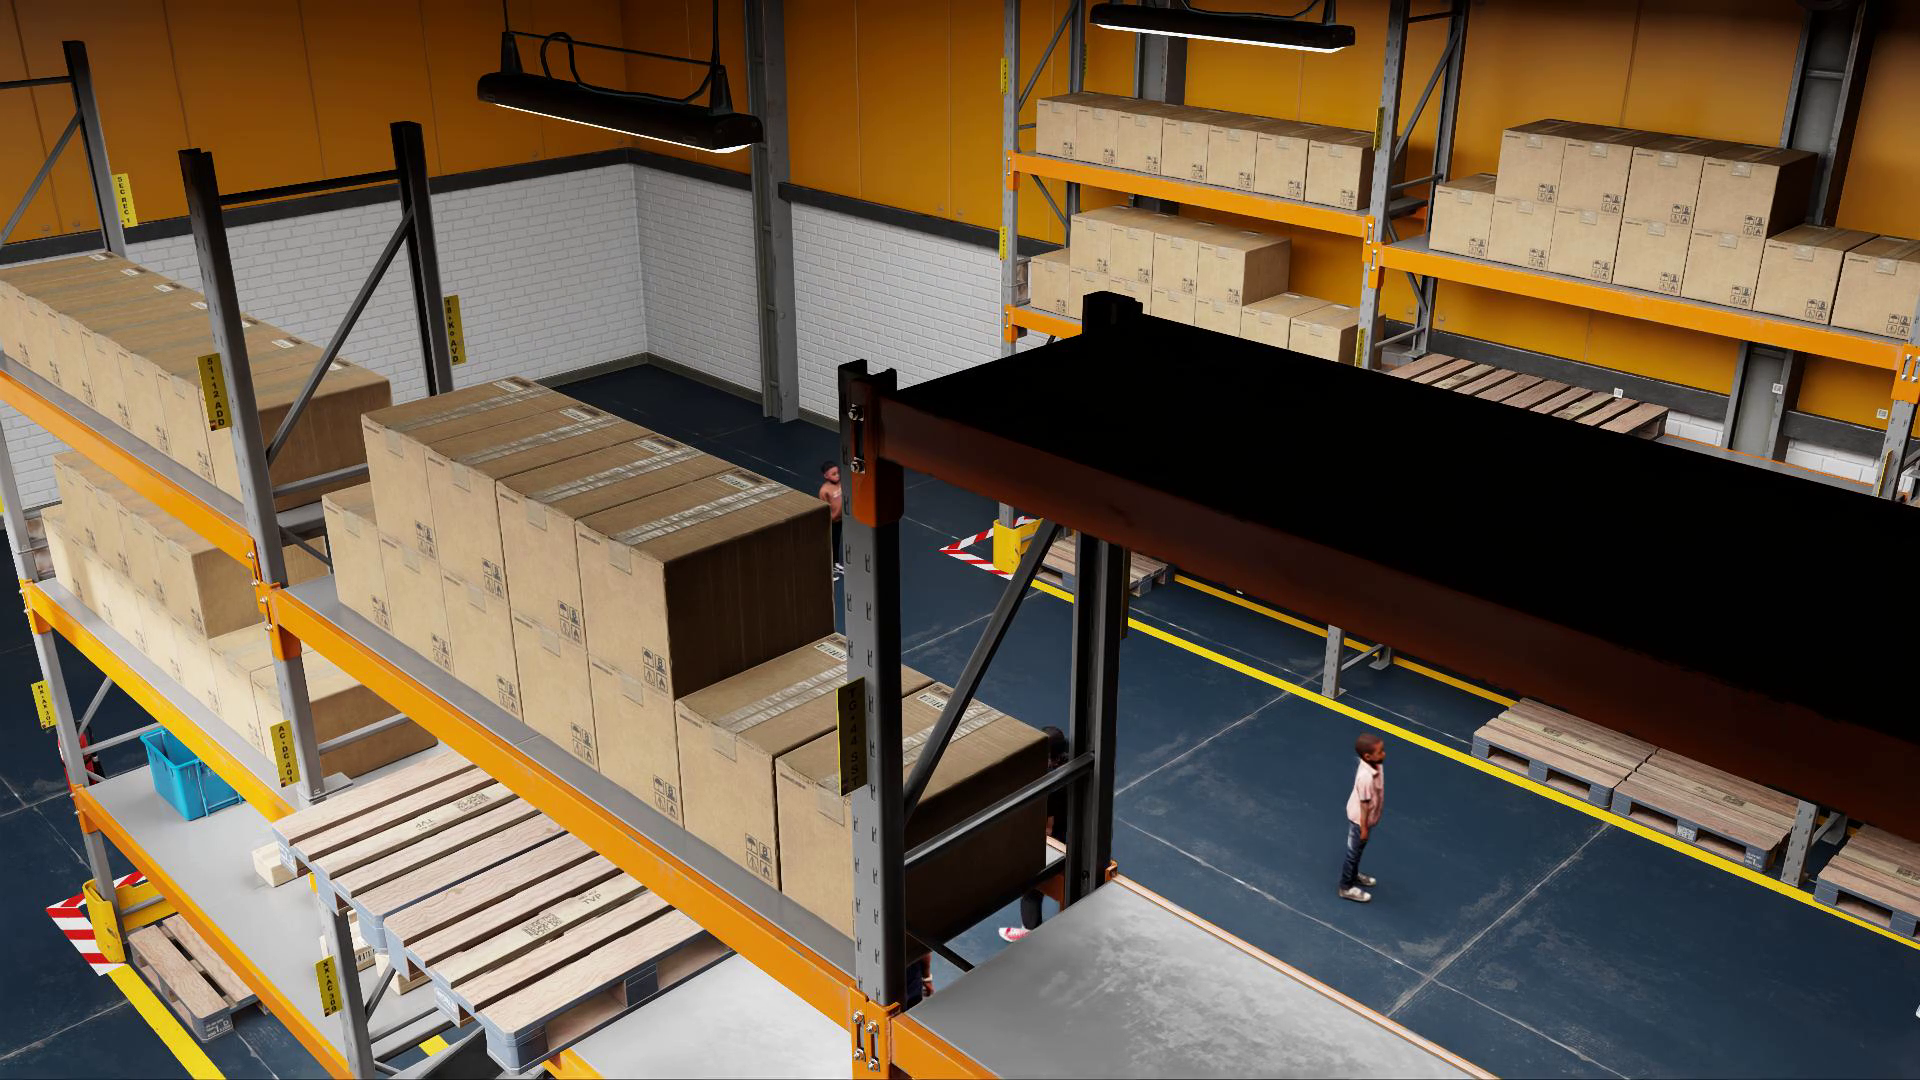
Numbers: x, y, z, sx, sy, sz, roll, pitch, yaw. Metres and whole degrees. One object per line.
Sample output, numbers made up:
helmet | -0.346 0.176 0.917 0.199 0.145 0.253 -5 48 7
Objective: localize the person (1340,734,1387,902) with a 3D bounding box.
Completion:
person | 2.878 1.962 11.930 0.587 1.308 0.558 8 25 17

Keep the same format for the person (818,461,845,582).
person | -1.309 -0.223 16.996 0.516 1.254 0.547 16 28 32
